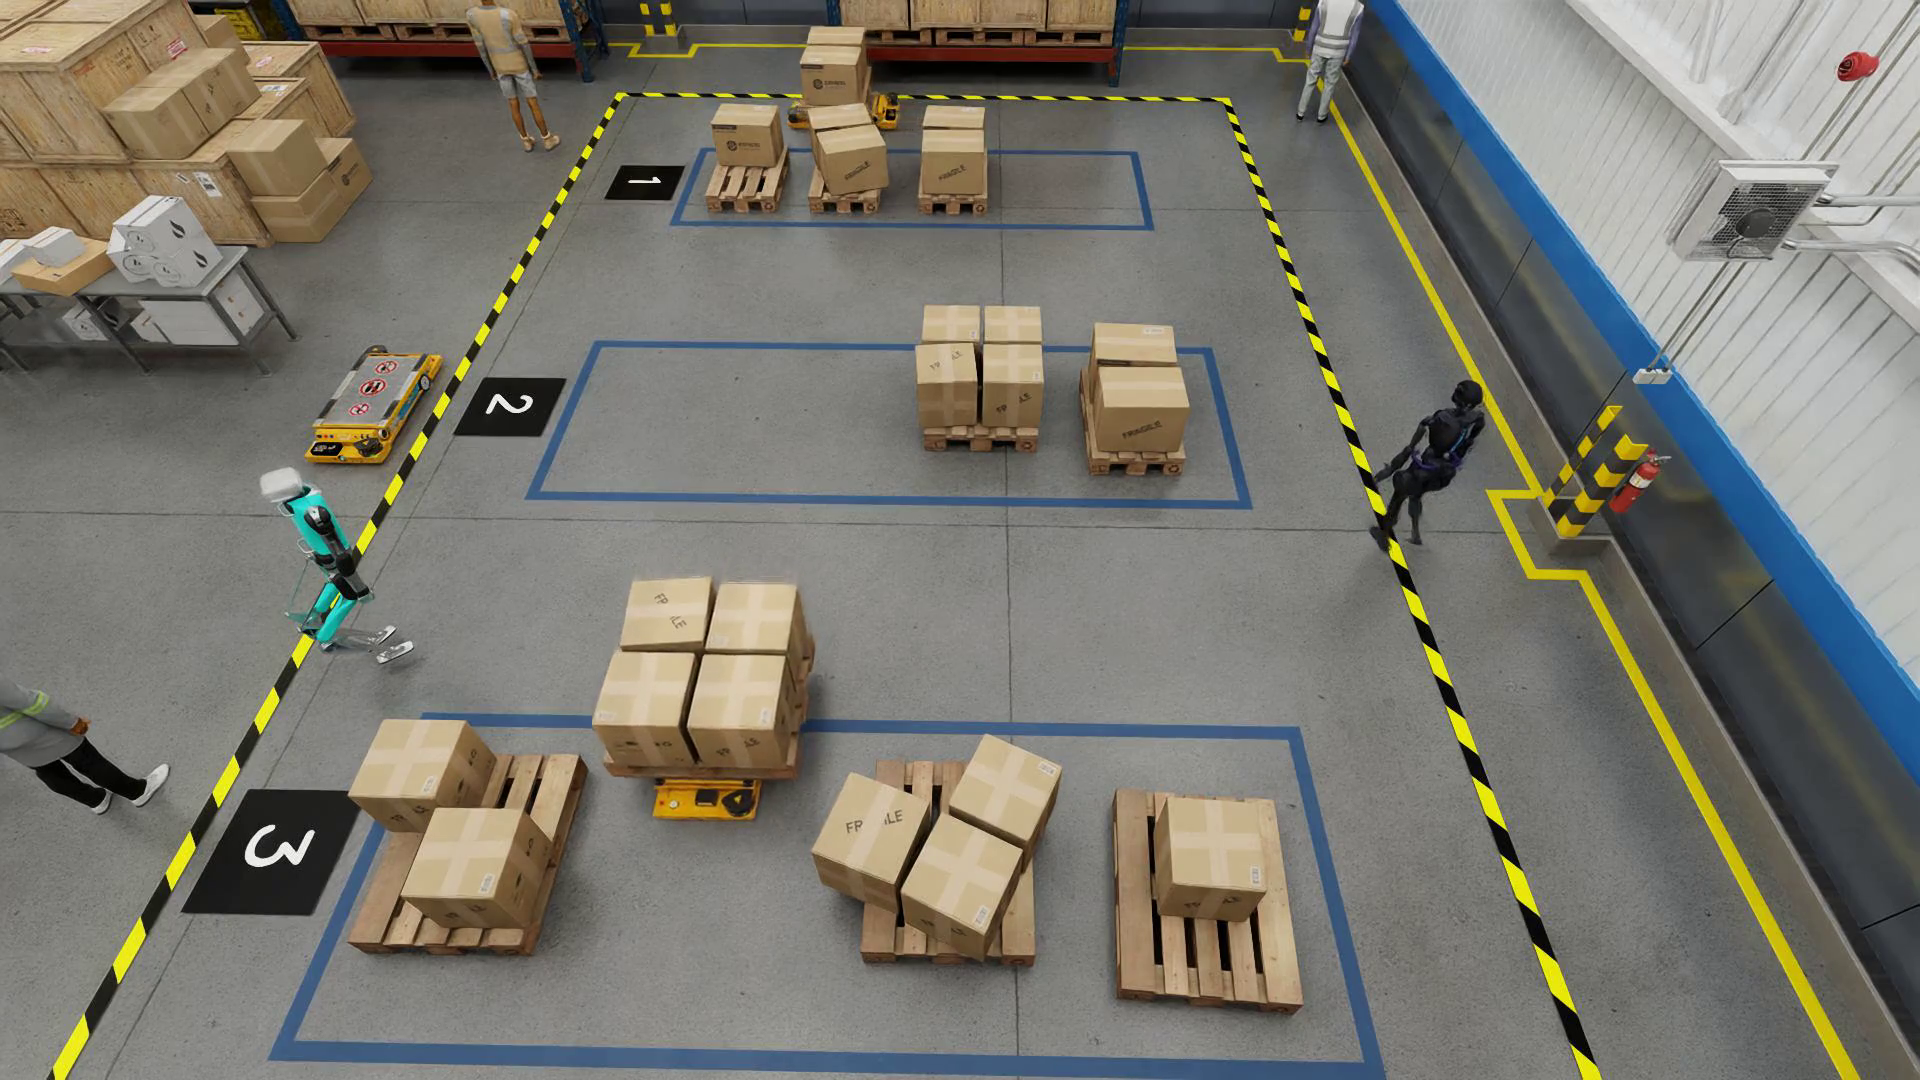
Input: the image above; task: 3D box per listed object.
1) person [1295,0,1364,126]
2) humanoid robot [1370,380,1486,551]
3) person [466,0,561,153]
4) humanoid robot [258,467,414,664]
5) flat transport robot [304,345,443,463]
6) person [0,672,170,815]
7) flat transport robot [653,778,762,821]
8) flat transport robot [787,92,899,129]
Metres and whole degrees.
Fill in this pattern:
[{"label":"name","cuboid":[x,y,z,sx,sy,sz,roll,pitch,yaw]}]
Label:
[{"label":"person","cuboid":[4.680,-6.206,11.599,0.585,1.824,0.404,19,52,15]},{"label":"humanoid robot","cuboid":[3.488,-0.505,6.871,0.599,1.651,0.423,-8,50,-6]},{"label":"person","cuboid":[-5.403,-5.718,11.041,0.613,2.047,0.356,-2,50,-2]},{"label":"humanoid robot","cuboid":[-4.277,0.289,6.075,0.533,1.673,0.735,35,58,26]},{"label":"flat transport robot","cuboid":[-5.383,-1.269,8.441,0.659,0.231,1.431,1,50,1]},{"label":"person","cuboid":[-5.535,1.089,5.408,0.590,1.852,0.371,-7,50,-6]},{"label":"flat transport robot","cuboid":[-1.641,1.212,6.323,0.652,0.197,1.431,1,50,1]},{"label":"flat transport robot","cuboid":[-1.549,-5.726,12.194,1.431,0.197,0.652,1,50,1]}]
